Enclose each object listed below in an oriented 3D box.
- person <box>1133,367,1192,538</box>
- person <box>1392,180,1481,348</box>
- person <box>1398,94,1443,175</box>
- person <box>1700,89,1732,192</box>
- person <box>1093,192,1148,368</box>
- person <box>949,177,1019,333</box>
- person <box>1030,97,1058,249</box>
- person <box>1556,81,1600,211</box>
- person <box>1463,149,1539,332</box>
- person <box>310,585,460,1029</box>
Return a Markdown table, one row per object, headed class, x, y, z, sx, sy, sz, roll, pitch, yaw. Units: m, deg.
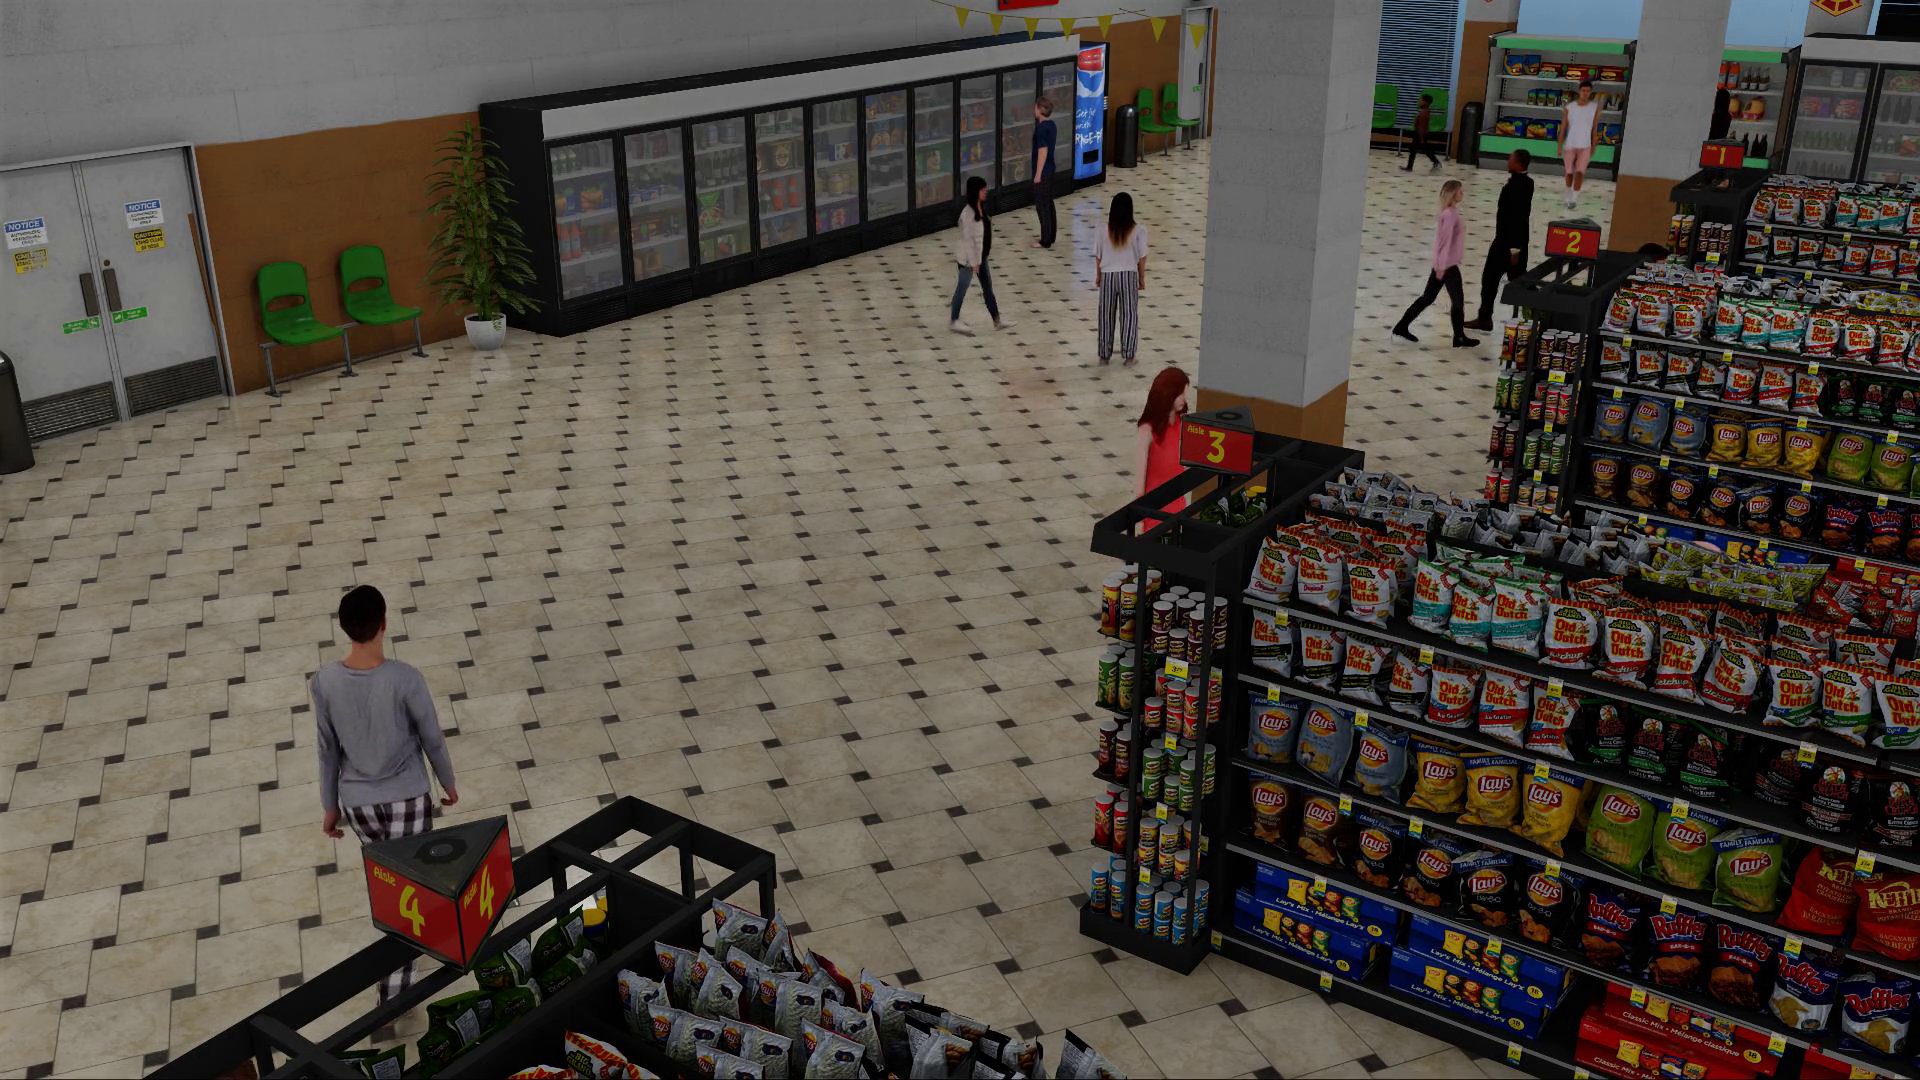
| class | x | y | z | sx | sy | sz | roll | pitch | yaw |
| --- | --- | --- | --- | --- | --- | --- | --- | --- | --- |
| person | 1.141 | -0.179 | 10.039 | 0.692 | 1.806 | 0.853 | -19 | 29 | -39 |
| person | 4.745 | -2.734 | 16.607 | 1.174 | 1.651 | 0.903 | 4 | 22 | 11 |
| person | 7.366 | -6.398 | 26.282 | 0.919 | 1.237 | 0.610 | 11 | 24 | 25 |
| person | 10.397 | -5.272 | 22.796 | 0.826 | 1.746 | 0.649 | 15 | 26 | 33 |
| person | 1.534 | -2.512 | 16.014 | 0.681 | 1.680 | 0.821 | 6 | 23 | 14 |
| person | 0.060 | -2.913 | 17.111 | 1.000 | 1.606 | 0.735 | 10 | 24 | 24 |
| person | 1.069 | -4.674 | 21.140 | 0.648 | 1.870 | 0.720 | 7 | 23 | 17 |
| person | 8.741 | -5.568 | 23.547 | 1.122 | 1.736 | 0.899 | 8 | 23 | 20 |
| person | 5.745 | -3.028 | 17.034 | 1.225 | 1.878 | 0.762 | 11 | 25 | 26 |
| person | -2.362 | 1.128 | 6.807 | 1.221 | 1.792 | 1.140 | 1 | 22 | 2 |
